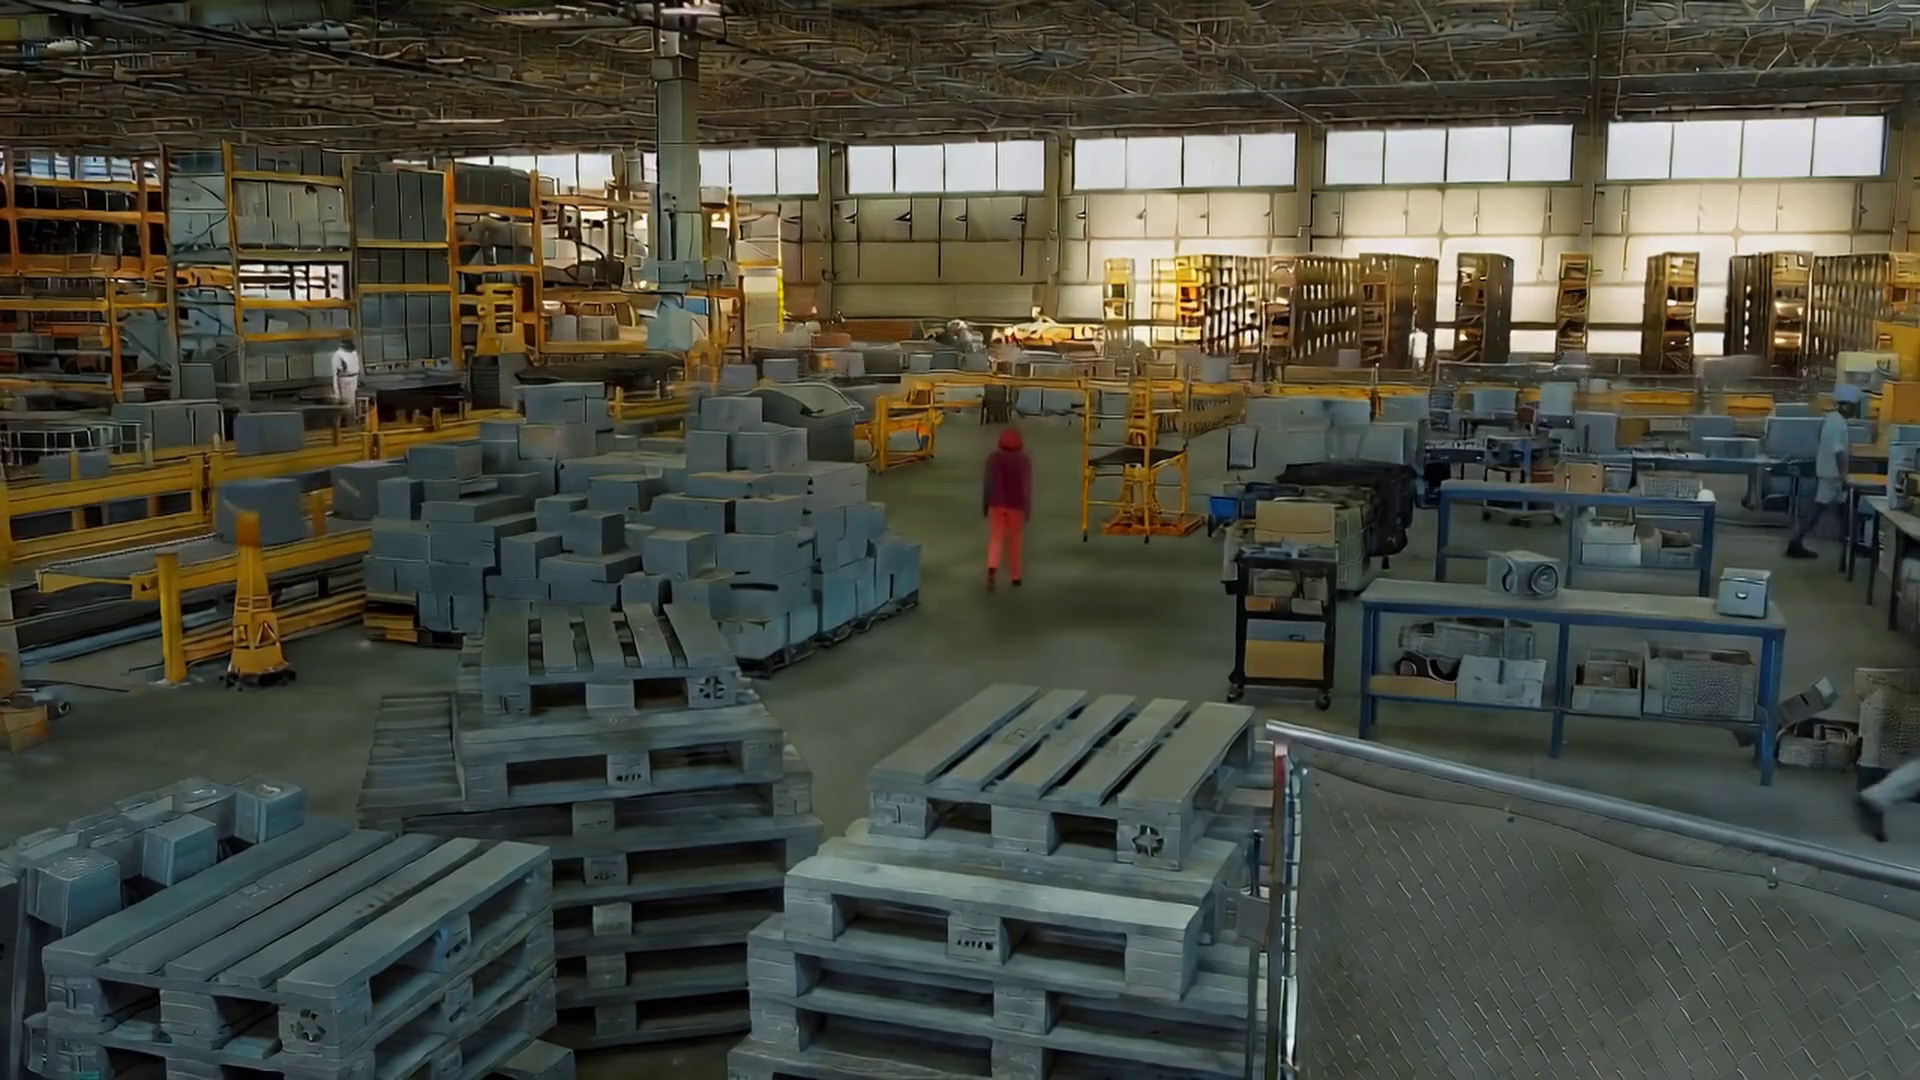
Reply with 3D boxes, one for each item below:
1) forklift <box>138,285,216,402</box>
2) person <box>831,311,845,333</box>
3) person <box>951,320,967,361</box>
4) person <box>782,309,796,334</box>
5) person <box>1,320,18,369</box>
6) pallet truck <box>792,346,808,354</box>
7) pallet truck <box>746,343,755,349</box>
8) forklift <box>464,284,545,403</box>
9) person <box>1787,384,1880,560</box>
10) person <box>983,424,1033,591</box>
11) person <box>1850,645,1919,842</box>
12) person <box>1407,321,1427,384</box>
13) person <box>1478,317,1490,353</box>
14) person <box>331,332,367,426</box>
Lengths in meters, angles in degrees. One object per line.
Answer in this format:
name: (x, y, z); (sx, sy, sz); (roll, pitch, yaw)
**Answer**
forklift: (-17.480, -4.200, 36.461); (1.873, 2.768, 1.129); (3, 10, 19)
person: (-3.797, -6.238, 52.324); (0.402, 1.904, 0.638); (-5, 10, -28)
person: (0.023, -5.110, 45.564); (0.723, 1.813, 0.598); (6, 11, 34)
person: (-6.518, -7.912, 63.276); (0.552, 1.752, 0.386); (3, 10, 18)
person: (-26.685, -5.263, 46.556); (0.643, 1.788, 0.975); (4, 10, 23)
pallet truck: (-3.705, -4.298, 42.022); (0.653, 1.274, 1.630); (3, 10, 20)
pallet truck: (-6.183, -4.618, 44.264); (1.601, 1.201, 0.680); (-9, 12, -43)
forklift: (-10.832, -4.702, 39.610); (1.129, 2.768, 1.873); (3, 10, 20)
person: (9.367, -0.709, 17.663); (1.016, 1.877, 0.577); (4, 10, 25)
person: (0.444, -0.299, 15.930); (0.505, 1.612, 0.635); (2, 9, 12)
person: (5.056, 0.785, 8.528); (0.656, 1.817, 0.596); (2, 9, 10)
person: (11.856, -4.748, 43.140); (0.564, 1.846, 0.390); (-5, 10, -26)
person: (15.740, -5.950, 50.127); (0.690, 2.026, 0.619); (-3, 10, -20)
person: (-11.255, -2.799, 30.426); (0.993, 2.008, 0.611); (3, 10, 20)
